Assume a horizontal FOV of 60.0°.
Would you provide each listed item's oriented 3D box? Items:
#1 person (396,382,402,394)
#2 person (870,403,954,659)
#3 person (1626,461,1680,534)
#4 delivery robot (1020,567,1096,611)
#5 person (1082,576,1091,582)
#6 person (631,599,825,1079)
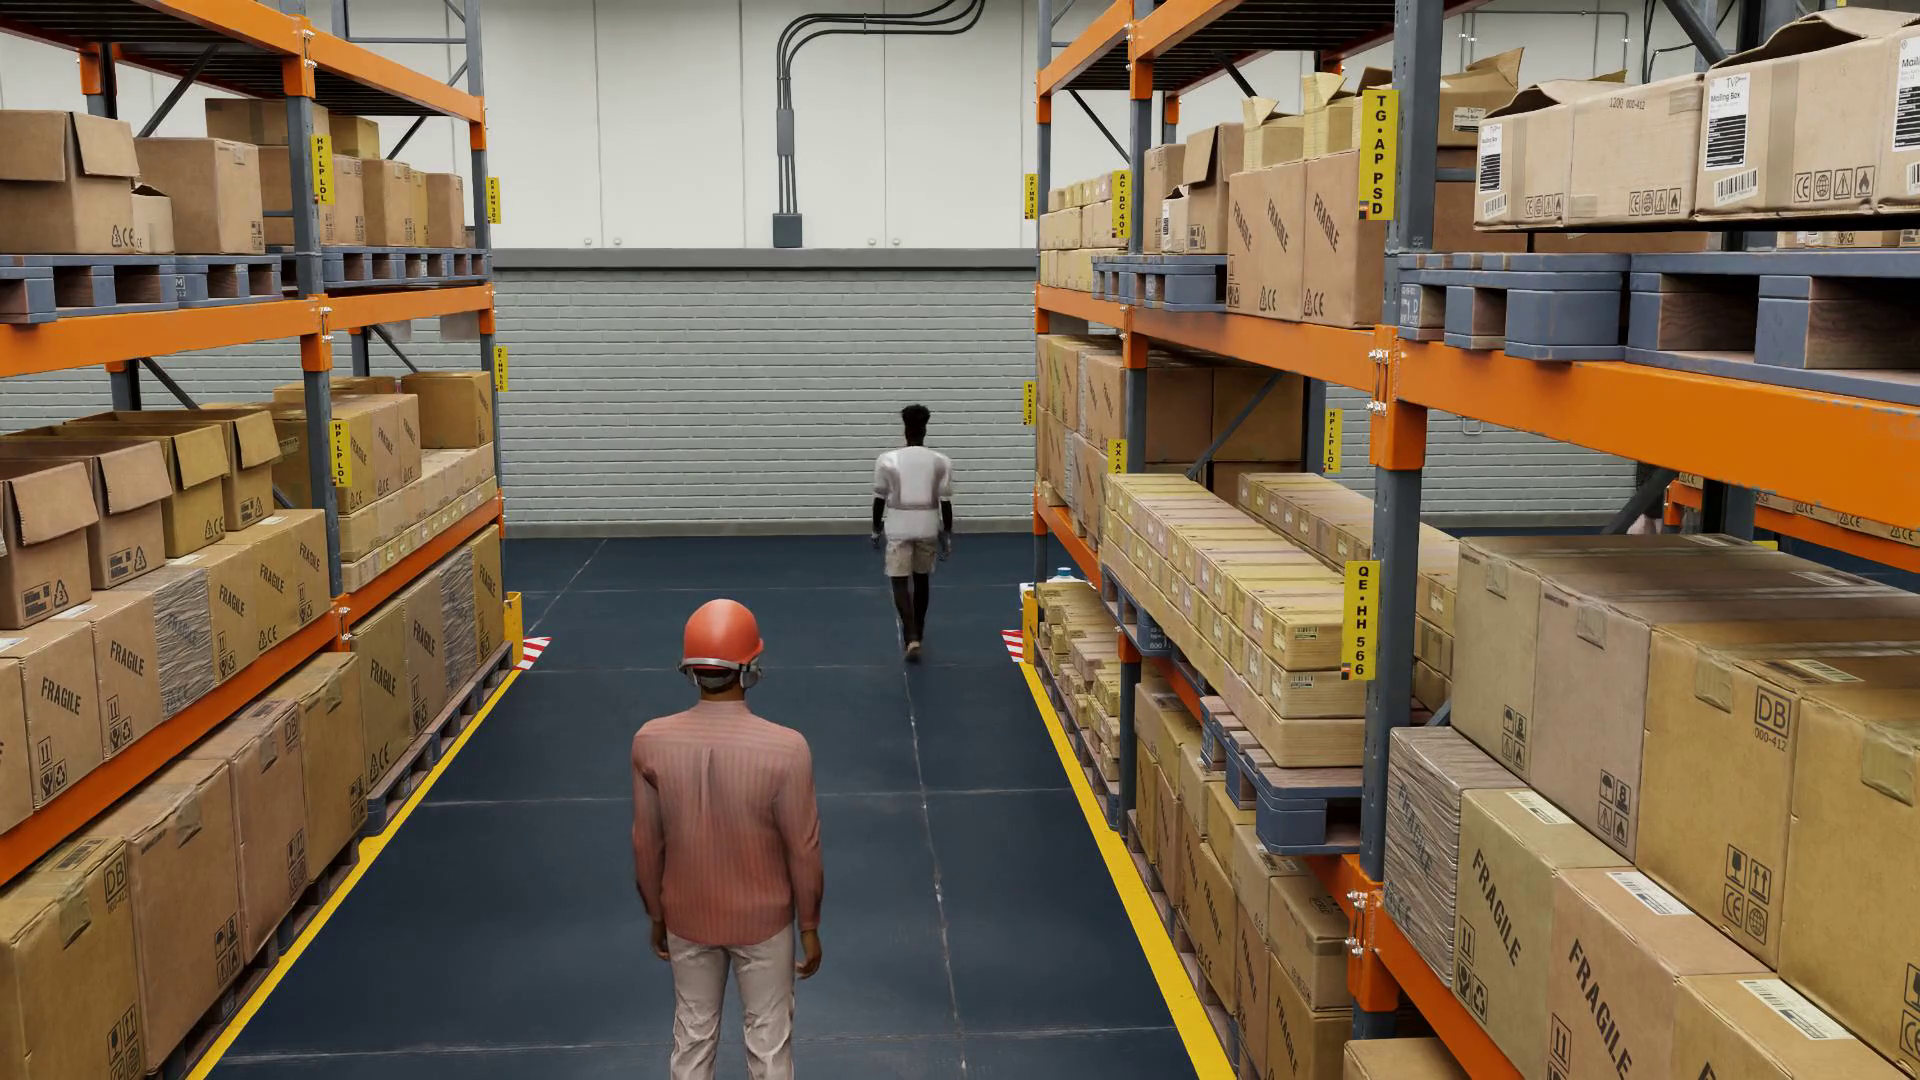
[{"bbox_3d":[-5.403,-0.636,16.303,0.430,1.830,0.576,2,10,11],"label":"person"},{"bbox_3d":[-0.362,-0.072,12.674,0.624,1.938,0.835,-2,10,-13],"label":"person"},{"bbox_3d":[5.863,-0.277,13.840,0.981,1.956,0.622,-1,10,-7],"label":"person"},{"bbox_3d":[0.831,0.464,13.306,0.707,0.478,0.477,0,10,-2],"label":"delivery robot"},{"bbox_3d":[1.319,-0.446,14.672,0.883,2.004,0.635,0,10,3],"label":"person"},{"bbox_3d":[-0.712,1.167,5.202,0.609,1.997,0.375,2,10,13],"label":"person"}]
